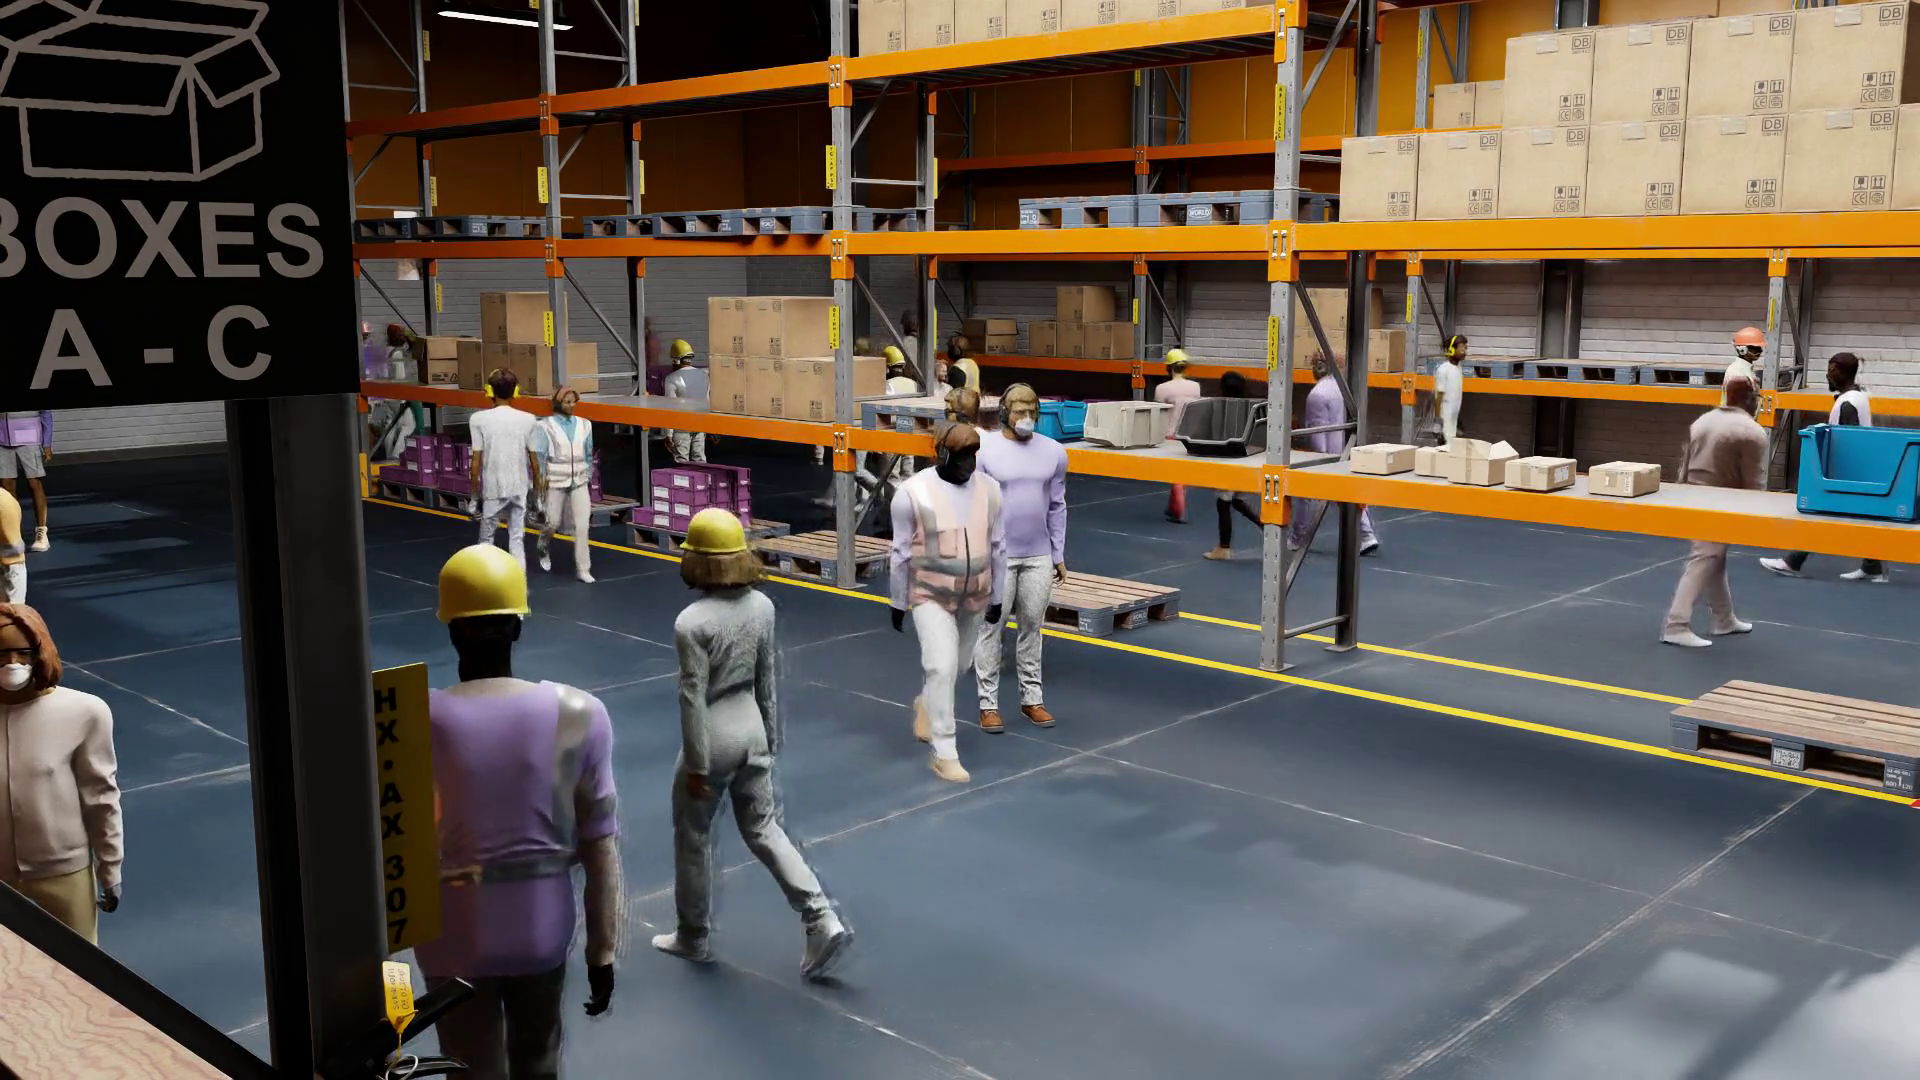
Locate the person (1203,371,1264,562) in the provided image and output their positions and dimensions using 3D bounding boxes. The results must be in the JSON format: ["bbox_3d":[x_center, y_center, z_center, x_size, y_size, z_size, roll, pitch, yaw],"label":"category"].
[{"bbox_3d":[2.443,-0.629,14.442,0.584,1.681,0.541,7,11,35],"label":"person"}]

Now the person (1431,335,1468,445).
[{"bbox_3d":[5.300,-1.302,18.088,0.442,1.857,0.529,7,11,36],"label":"person"}]

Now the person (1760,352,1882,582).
[{"bbox_3d":[7.173,-0.597,13.696,0.966,1.874,0.615,6,11,34],"label":"person"}]

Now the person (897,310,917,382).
[{"bbox_3d":[-0.702,-2.208,23.051,1.003,2.000,0.705,6,11,32],"label":"person"}]

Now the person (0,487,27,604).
[{"bbox_3d":[-4.532,0.365,7.597,0.547,1.934,0.376,2,10,13],"label":"person"}]

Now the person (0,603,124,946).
[{"bbox_3d":[-2.684,0.977,4.802,0.500,1.629,0.272,-4,10,-23],"label":"person"}]

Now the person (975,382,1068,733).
[{"bbox_3d":[0.314,0.095,9.241,0.632,1.940,0.372,-4,10,-21],"label":"person"}]

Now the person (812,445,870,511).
[{"bbox_3d":[-1.285,-1.100,17.582,0.791,1.595,0.518,3,10,19],"label":"person"}]

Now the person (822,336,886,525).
[{"bbox_3d":[-1.003,-1.074,16.529,0.730,1.906,0.656,1,9,7],"label":"person"}]

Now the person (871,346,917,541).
[{"bbox_3d":[-0.627,-0.911,15.730,0.404,1.835,0.587,7,12,39],"label":"person"}]

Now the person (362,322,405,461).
[{"bbox_3d":[-7.444,-1.828,21.067,0.605,1.924,0.583,-2,9,-12],"label":"person"}]

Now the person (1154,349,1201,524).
[{"bbox_3d":[2.130,-1.060,16.887,0.547,1.741,0.711,-5,10,-27],"label":"person"}]

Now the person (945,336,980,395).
[{"bbox_3d":[-0.115,-1.361,18.592,0.894,1.807,0.628,2,10,14],"label":"person"}]

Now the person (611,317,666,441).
[{"bbox_3d":[-4.758,-2.369,24.603,0.885,1.855,0.719,-7,11,-35],"label":"person"}]

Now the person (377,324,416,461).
[{"bbox_3d":[-7.183,-1.811,21.181,0.572,1.871,0.409,7,12,38],"label":"person"}]

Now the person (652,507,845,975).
[{"bbox_3d":[-0.793,0.735,5.998,0.773,1.718,0.489,6,11,34],"label":"person"}]

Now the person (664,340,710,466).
[{"bbox_3d":[-2.865,-1.172,17.372,0.403,1.827,0.588,8,12,40],"label":"person"}]

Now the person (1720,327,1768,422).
[{"bbox_3d":[7.627,-1.078,16.260,0.395,1.994,0.613,7,12,36],"label":"person"}]

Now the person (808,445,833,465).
[{"bbox_3d":[-1.775,-1.979,21.786,0.611,1.996,0.379,-5,10,-27],"label":"person"}]

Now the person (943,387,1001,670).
[{"bbox_3d":[0.073,-0.059,10.557,0.469,1.825,0.540,7,12,37],"label":"person"}]

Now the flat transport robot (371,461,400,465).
[{"bbox_3d":[-6.804,-0.821,19.960,1.431,0.197,0.652,-2,10,-14],"label":"flat transport robot"}]

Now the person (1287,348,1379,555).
[{"bbox_3d":[3.347,-0.784,14.900,0.666,1.869,0.932,-9,13,-42],"label":"person"}]

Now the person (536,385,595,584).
[{"bbox_3d":[-3.259,-0.471,13.670,0.521,1.613,0.710,-7,12,-36],"label":"person"}]

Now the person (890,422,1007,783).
[{"bbox_3d":[-0.089,0.271,8.634,0.631,1.810,0.871,-5,10,-27],"label":"person"}]

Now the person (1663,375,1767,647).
[{"bbox_3d":[5.207,-0.198,11.379,0.843,1.845,0.666,-2,9,-12],"label":"person"}]

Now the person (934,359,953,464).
[{"bbox_3d":[-0.229,-1.155,17.948,0.857,1.589,0.534,7,11,35],"label":"person"}]

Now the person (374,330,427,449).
[{"bbox_3d":[-7.965,-2.150,23.734,0.906,1.703,0.555,-2,9,-12],"label":"person"}]

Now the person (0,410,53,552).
[{"bbox_3d":[-8.514,-0.895,14.992,0.611,2.042,0.396,-1,9,-5],"label":"person"}]

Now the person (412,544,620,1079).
[{"bbox_3d":[-1.183,0.947,4.147,0.599,1.888,0.889,-4,10,-25],"label":"person"}]

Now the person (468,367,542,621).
[{"bbox_3d":[-3.313,-0.324,12.063,0.561,1.852,0.388,-6,11,-31],"label":"person"}]
